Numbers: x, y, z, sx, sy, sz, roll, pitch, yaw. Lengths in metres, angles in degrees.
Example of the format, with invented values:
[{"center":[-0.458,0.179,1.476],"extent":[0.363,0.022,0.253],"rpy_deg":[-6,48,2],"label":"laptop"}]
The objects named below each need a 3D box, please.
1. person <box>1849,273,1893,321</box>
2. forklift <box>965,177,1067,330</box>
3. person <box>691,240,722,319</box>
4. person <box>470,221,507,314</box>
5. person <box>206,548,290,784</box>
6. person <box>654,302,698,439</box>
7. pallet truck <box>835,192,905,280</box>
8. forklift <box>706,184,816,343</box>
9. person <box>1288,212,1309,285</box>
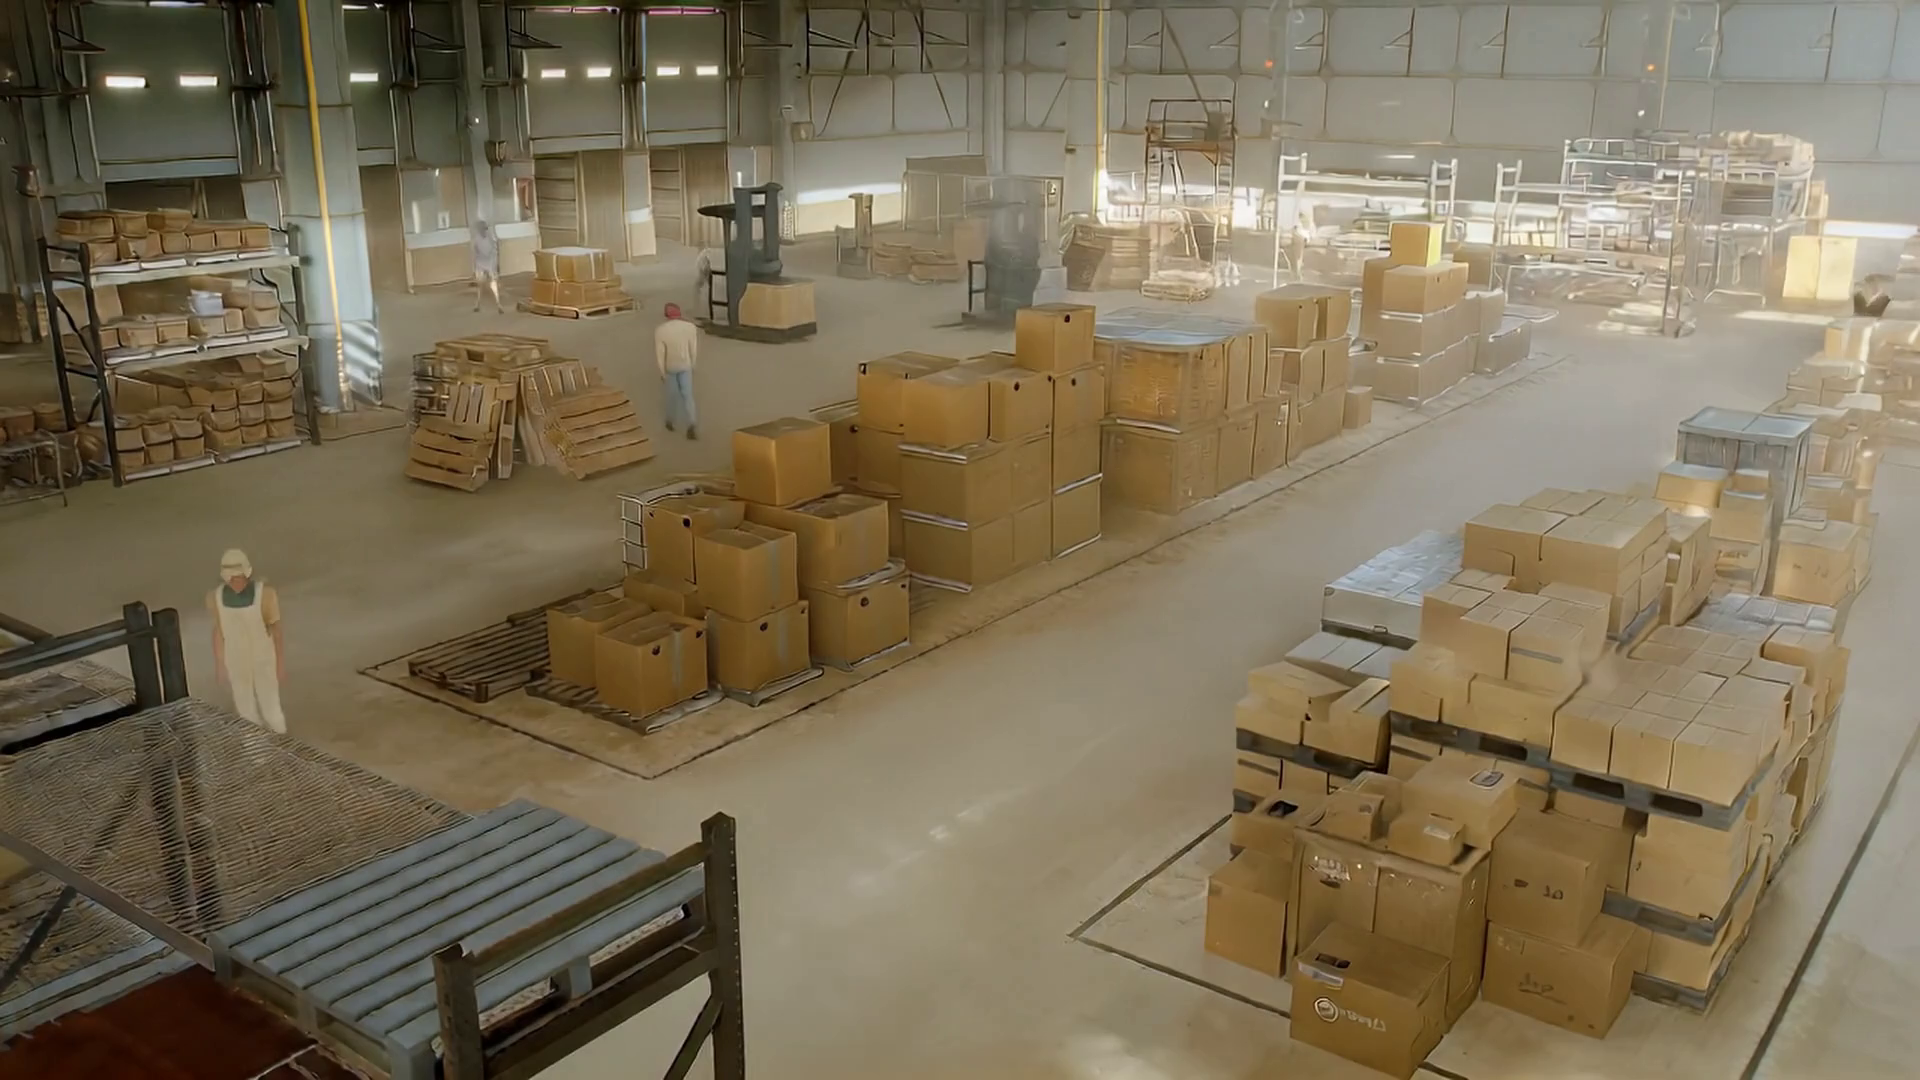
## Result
[{"center":[14.296,-3.251,26.201],"extent":[0.552,1.897,0.607],"rpy_deg":[-16,23,-42],"label":"person"},{"center":[1.139,-5.646,32.469],"extent":[1.129,2.768,1.873],"rpy_deg":[16,23,42],"label":"forklift"},{"center":[-5.057,-5.164,33.047],"extent":[0.664,1.596,0.511],"rpy_deg":[-5,17,-15],"label":"person"},{"center":[-9.667,-5.559,33.905],"extent":[0.634,1.855,1.031],"rpy_deg":[-10,19,-29],"label":"person"},{"center":[-5.329,0.915,12.529],"extent":[0.538,1.834,0.535],"rpy_deg":[-3,17,-9],"label":"person"},{"center":[-3.954,-2.383,23.350],"extent":[0.630,1.904,0.974],"rpy_deg":[-8,18,-24],"label":"person"},{"center":[-1.936,-7.159,38.982],"extent":[1.885,1.965,0.823],"rpy_deg":[-12,21,-34],"label":"pallet truck"},{"center":[-3.717,-5.181,30.929],"extent":[1.873,2.768,1.129],"rpy_deg":[12,21,35],"label":"forklift"},{"center":[7.093,-5.890,34.880],"extent":[0.366,1.938,0.630],"rpy_deg":[7,18,22],"label":"person"}]
